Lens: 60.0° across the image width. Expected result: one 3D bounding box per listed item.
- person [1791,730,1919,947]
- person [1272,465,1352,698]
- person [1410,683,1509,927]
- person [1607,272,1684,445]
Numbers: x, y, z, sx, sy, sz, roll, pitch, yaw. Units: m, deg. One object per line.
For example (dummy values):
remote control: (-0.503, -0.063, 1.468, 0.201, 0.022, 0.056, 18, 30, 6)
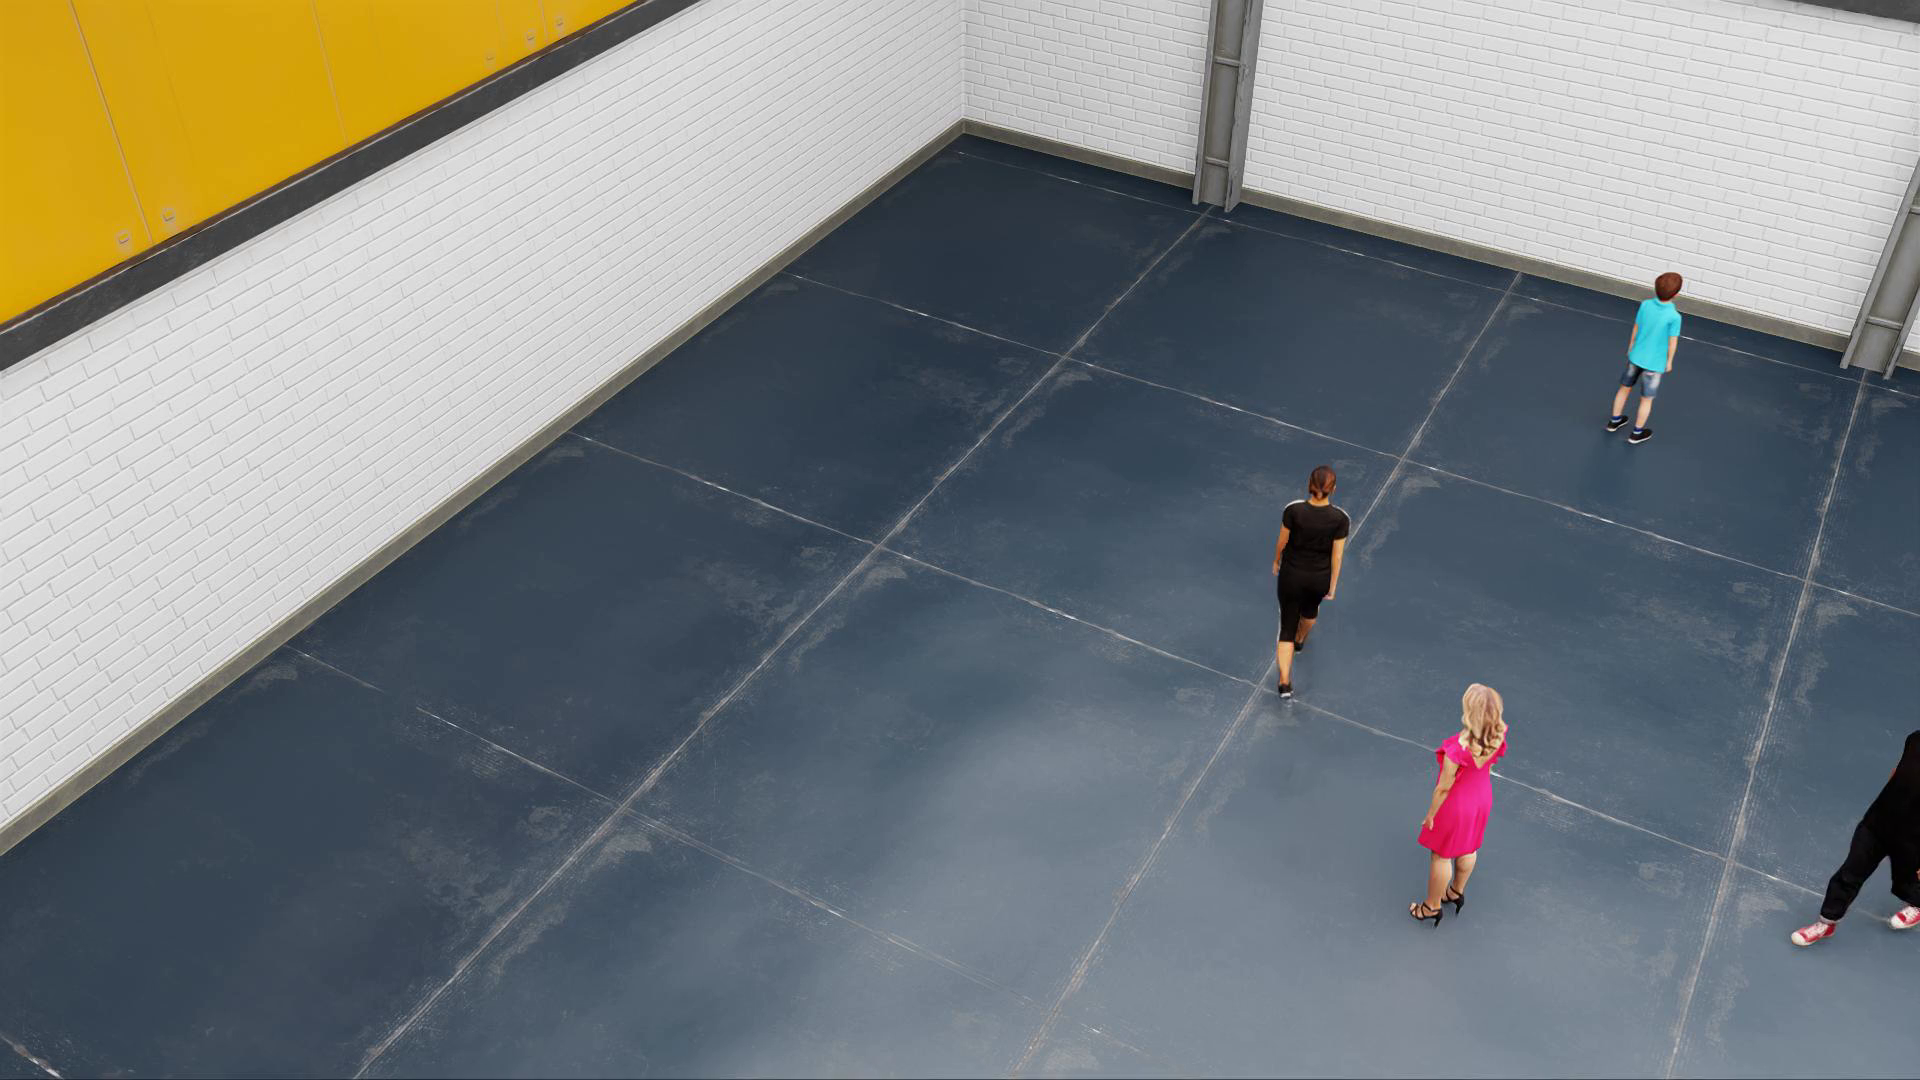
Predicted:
person: (5.164, 1.567, 8.980, 1.145, 1.732, 1.114, -12, 40, -14)
person: (2.213, 0.287, 10.662, 1.088, 1.633, 0.855, 8, 39, 10)
person: (2.760, 1.462, 9.121, 0.660, 1.720, 0.689, -18, 42, -22)
person: (5.359, -1.438, 12.969, 0.644, 1.449, 0.534, -24, 44, -27)
